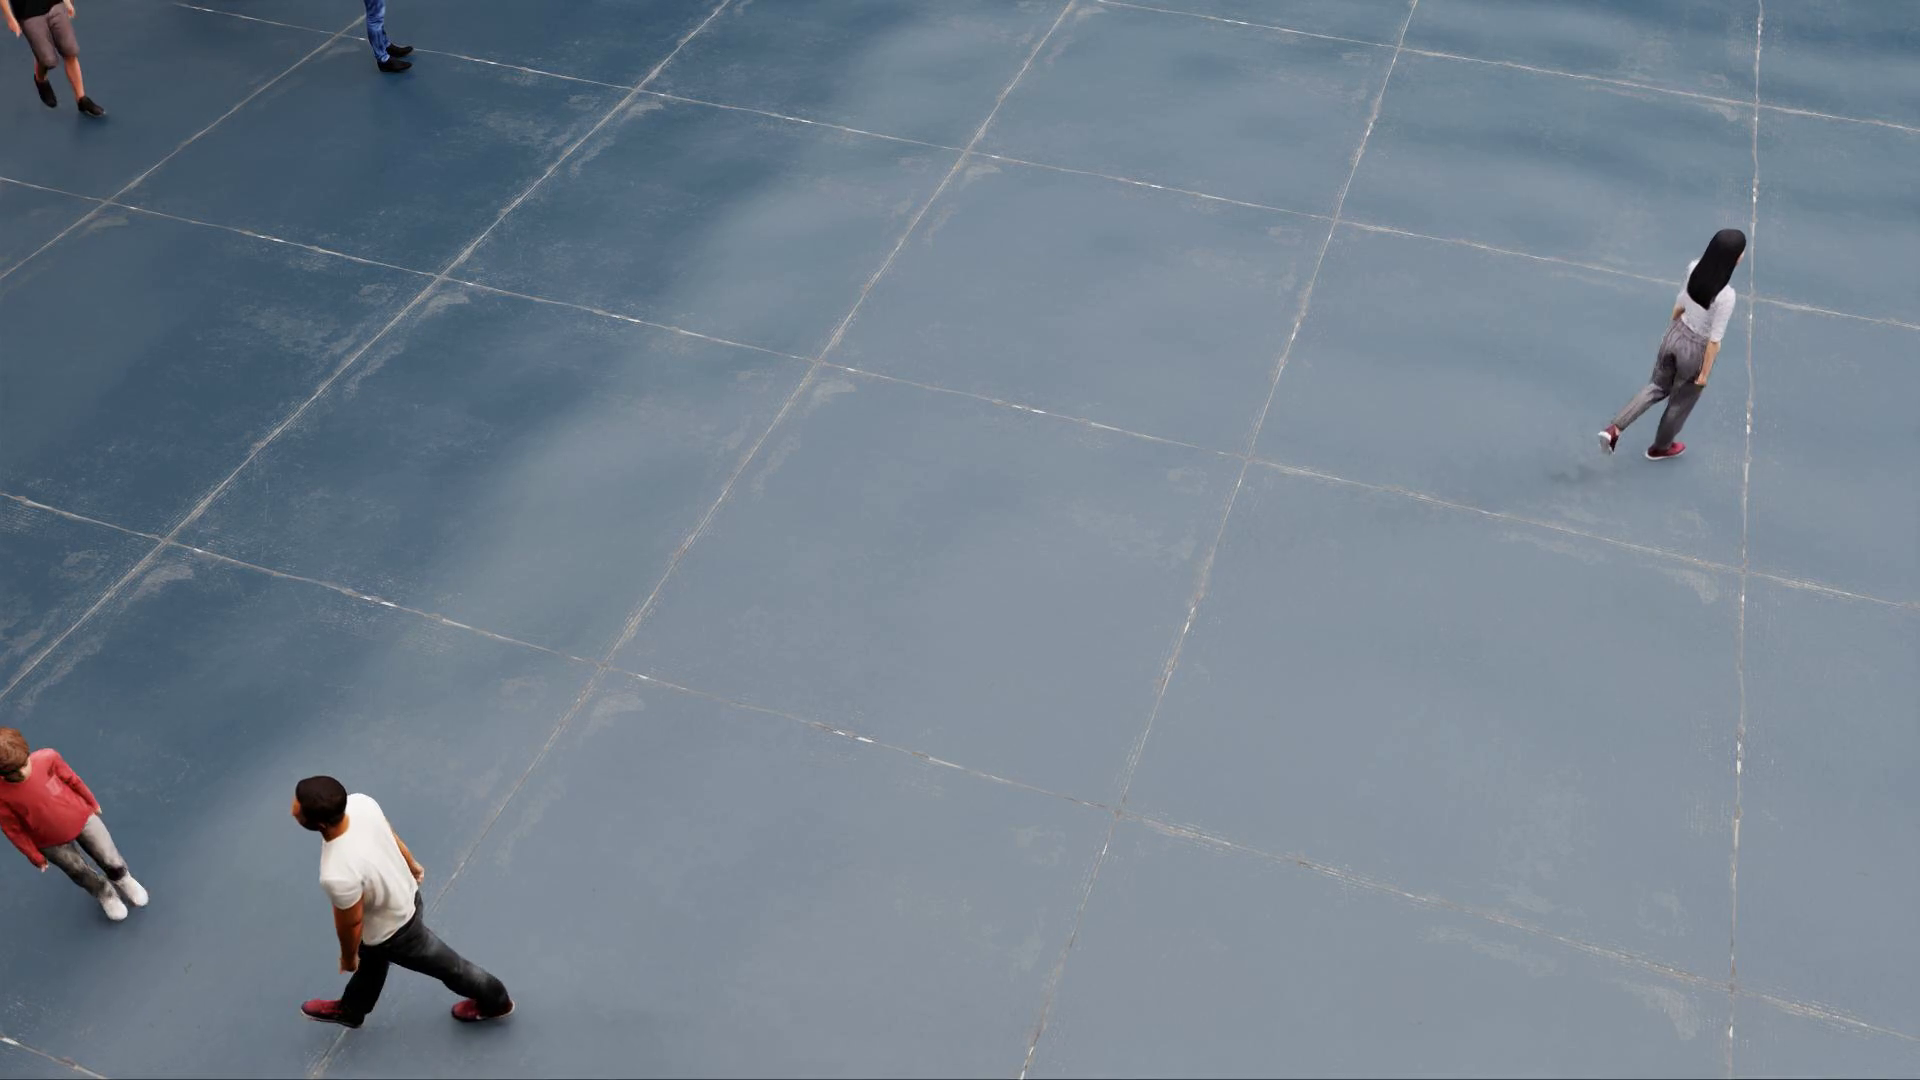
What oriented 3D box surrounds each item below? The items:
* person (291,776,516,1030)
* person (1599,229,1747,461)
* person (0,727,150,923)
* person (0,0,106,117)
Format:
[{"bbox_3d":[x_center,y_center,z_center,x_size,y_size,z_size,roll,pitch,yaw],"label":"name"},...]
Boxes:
[{"bbox_3d":[-2.337,1.587,7.089,1.249,1.750,1.026,-6,43,-6],"label":"person"},{"bbox_3d":[4.301,-1.124,10.014,1.022,1.721,0.920,-12,44,-12],"label":"person"},{"bbox_3d":[-4.189,1.273,7.682,0.680,1.401,0.640,32,52,30],"label":"person"},{"bbox_3d":[-7.415,-4.275,13.296,0.939,1.847,0.800,25,49,25],"label":"person"}]
